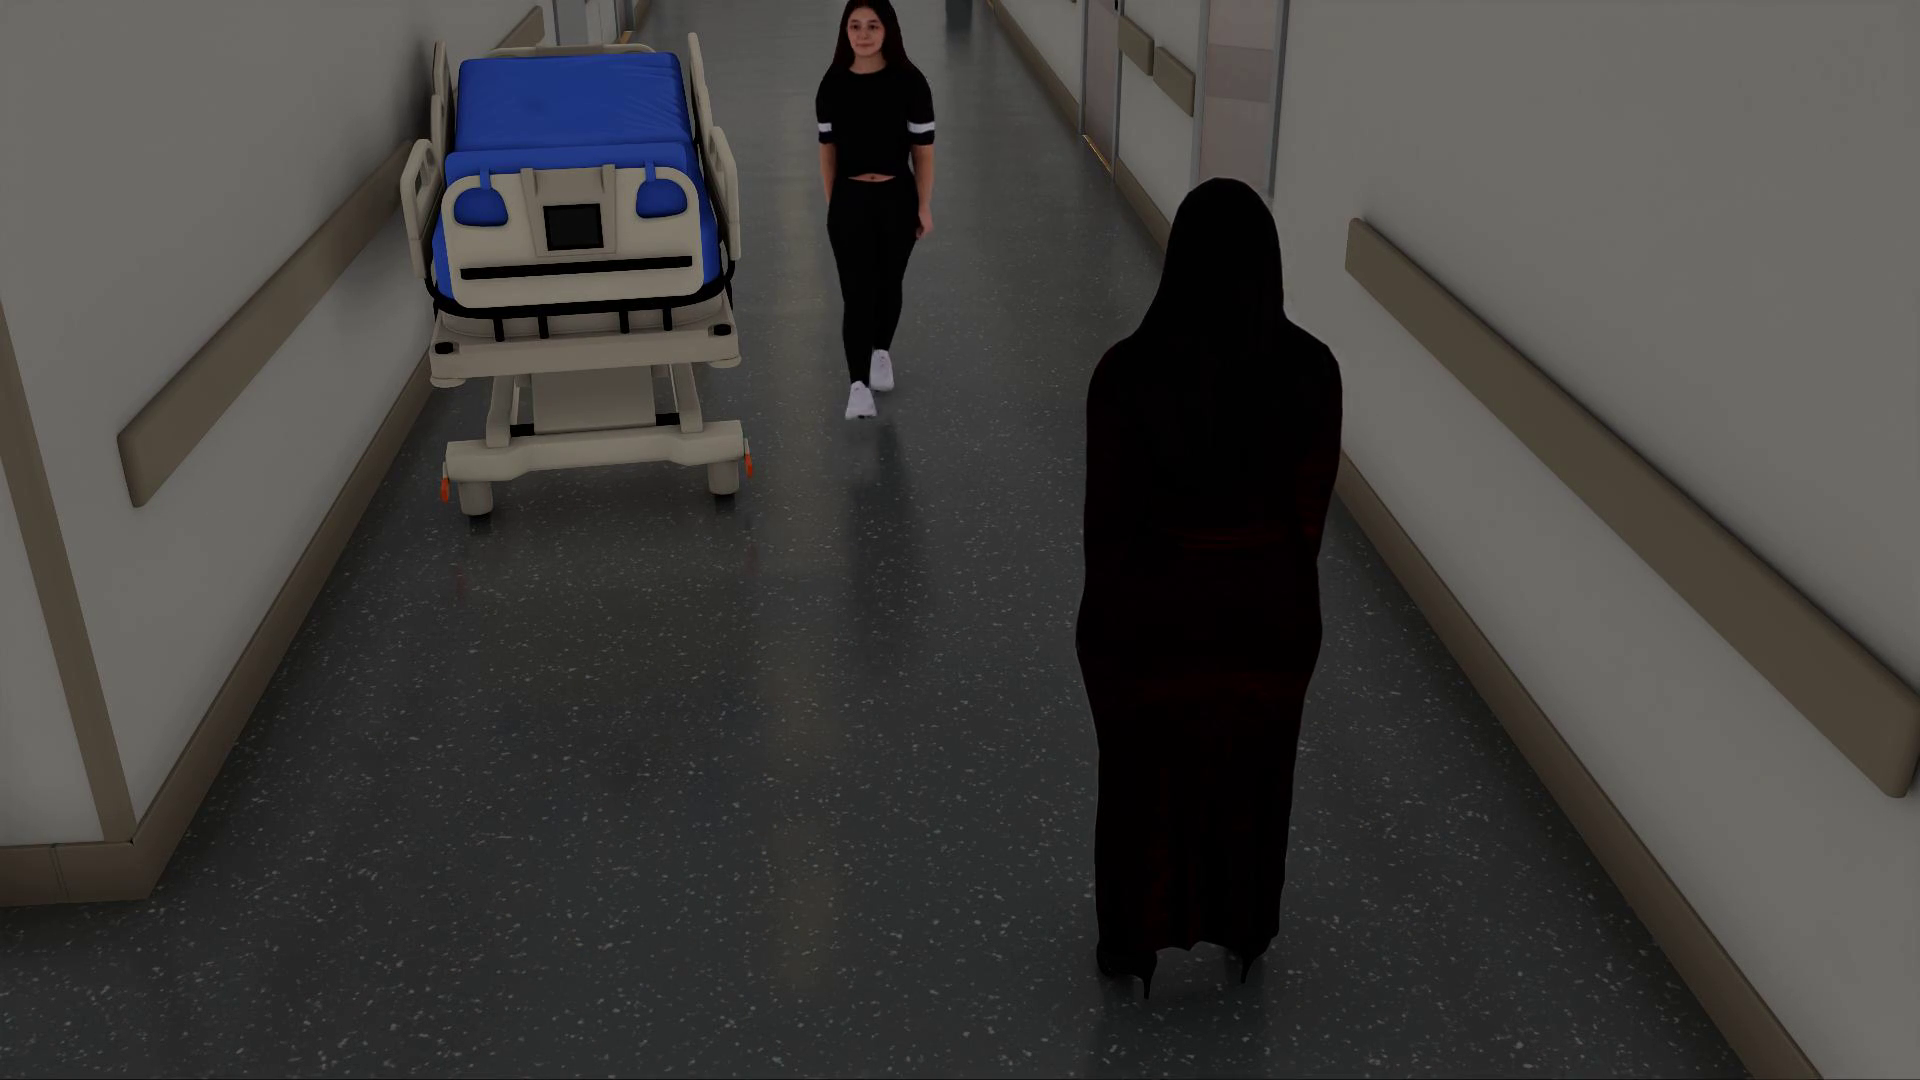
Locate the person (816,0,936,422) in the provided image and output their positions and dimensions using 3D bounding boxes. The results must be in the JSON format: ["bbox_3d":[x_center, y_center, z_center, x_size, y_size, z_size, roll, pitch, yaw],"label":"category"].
[{"bbox_3d":[-0.318,-1.319,6.551,0.967,1.603,0.727,0,26,0],"label":"person"}]

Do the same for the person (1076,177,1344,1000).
[{"bbox_3d":[0.485,0.158,3.310,0.550,1.757,0.732,-4,26,-8],"label":"person"}]
